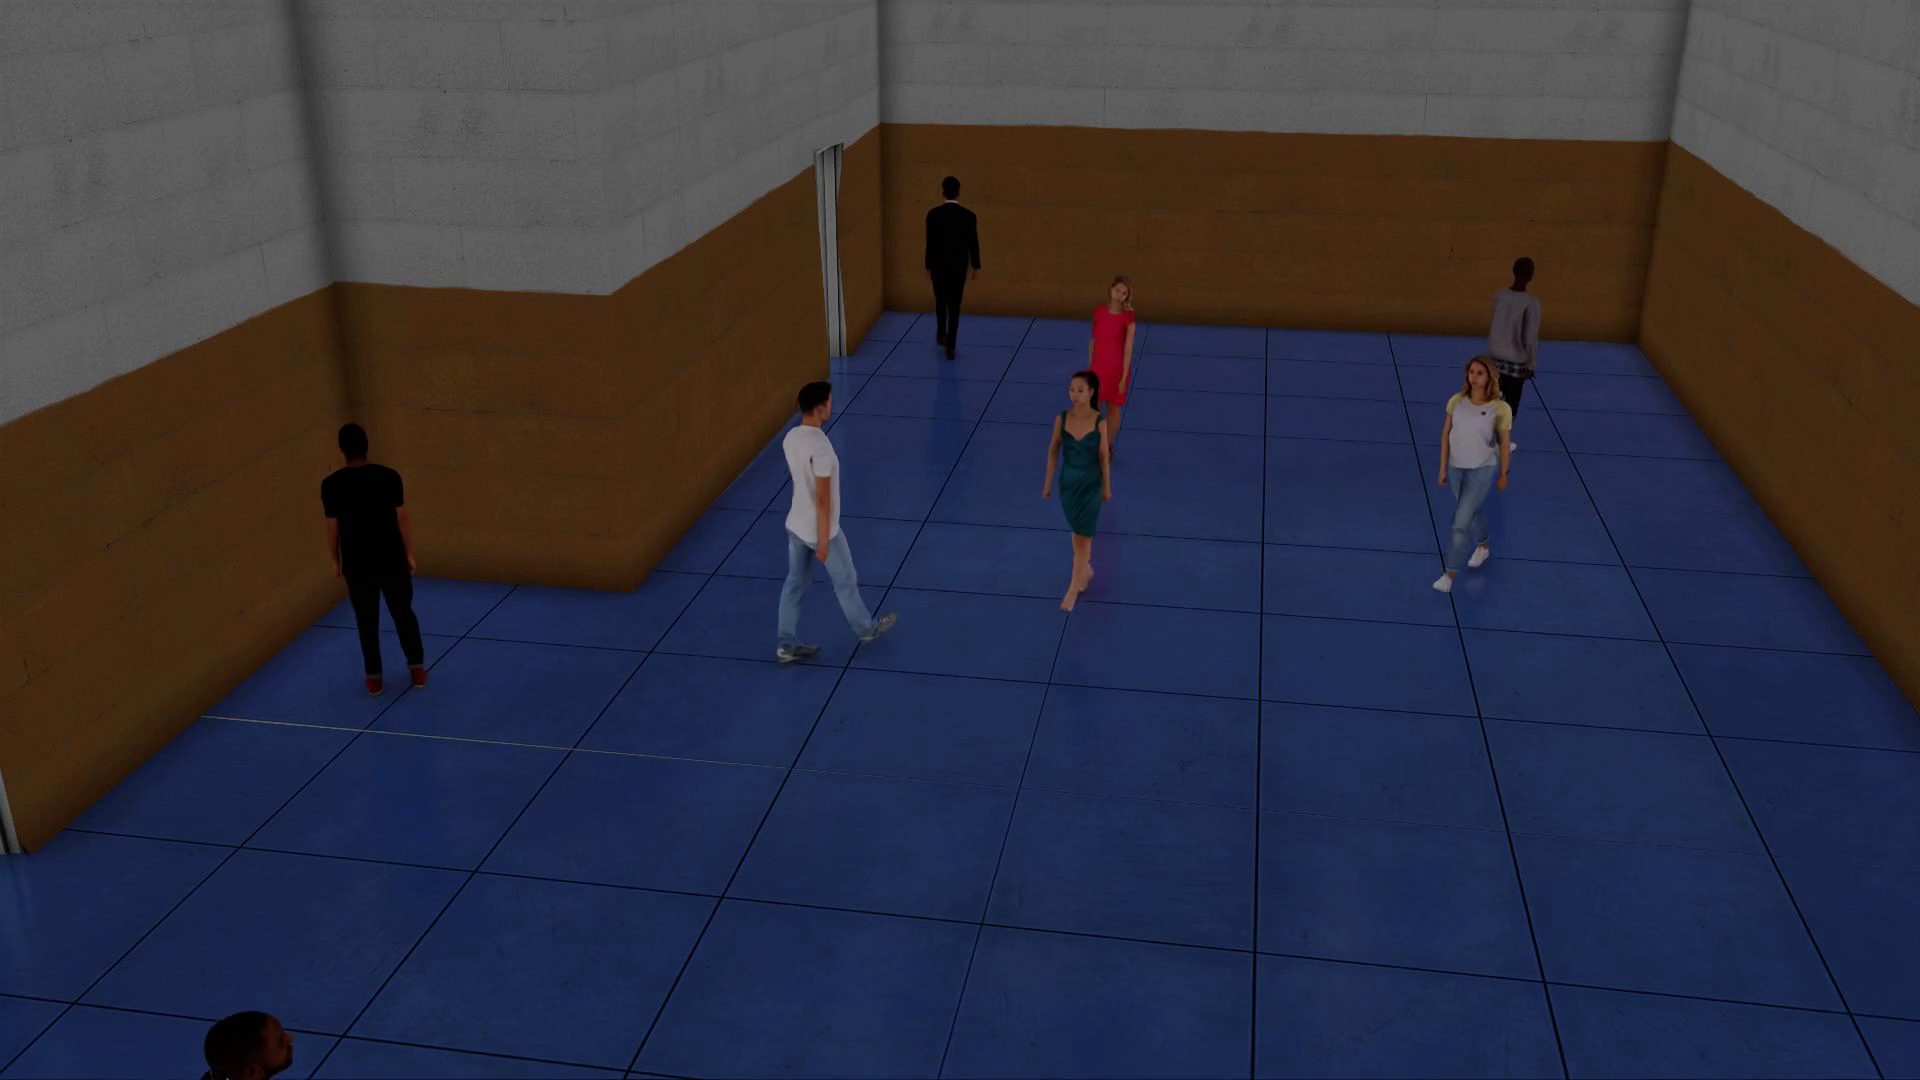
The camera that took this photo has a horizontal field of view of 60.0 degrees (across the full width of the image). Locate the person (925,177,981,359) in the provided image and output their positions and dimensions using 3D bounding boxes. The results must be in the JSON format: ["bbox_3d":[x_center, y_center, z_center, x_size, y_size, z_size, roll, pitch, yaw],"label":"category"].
[{"bbox_3d":[-0.106,-2.844,17.498,1.023,1.852,0.938,-1,22,-2],"label":"person"}]

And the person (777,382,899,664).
[{"bbox_3d":[-1.014,-0.023,10.632,1.169,1.738,1.124,-15,26,-32],"label":"person"}]

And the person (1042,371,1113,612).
[{"bbox_3d":[0.875,-0.372,11.607,0.919,1.659,0.808,10,24,24],"label":"person"}]

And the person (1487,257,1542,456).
[{"bbox_3d":[4.724,-1.571,14.453,0.912,1.760,0.857,-16,27,-35],"label":"person"}]

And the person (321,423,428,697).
[{"bbox_3d":[-3.605,0.136,10.216,0.687,1.753,0.803,-7,23,-16],"label":"person"}]

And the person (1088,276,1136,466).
[{"bbox_3d":[1.282,-1.445,14.228,0.667,1.694,0.770,18,28,38],"label":"person"}]

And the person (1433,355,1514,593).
[{"bbox_3d":[3.675,-0.491,11.876,1.211,1.662,1.108,17,28,36],"label":"person"}]
